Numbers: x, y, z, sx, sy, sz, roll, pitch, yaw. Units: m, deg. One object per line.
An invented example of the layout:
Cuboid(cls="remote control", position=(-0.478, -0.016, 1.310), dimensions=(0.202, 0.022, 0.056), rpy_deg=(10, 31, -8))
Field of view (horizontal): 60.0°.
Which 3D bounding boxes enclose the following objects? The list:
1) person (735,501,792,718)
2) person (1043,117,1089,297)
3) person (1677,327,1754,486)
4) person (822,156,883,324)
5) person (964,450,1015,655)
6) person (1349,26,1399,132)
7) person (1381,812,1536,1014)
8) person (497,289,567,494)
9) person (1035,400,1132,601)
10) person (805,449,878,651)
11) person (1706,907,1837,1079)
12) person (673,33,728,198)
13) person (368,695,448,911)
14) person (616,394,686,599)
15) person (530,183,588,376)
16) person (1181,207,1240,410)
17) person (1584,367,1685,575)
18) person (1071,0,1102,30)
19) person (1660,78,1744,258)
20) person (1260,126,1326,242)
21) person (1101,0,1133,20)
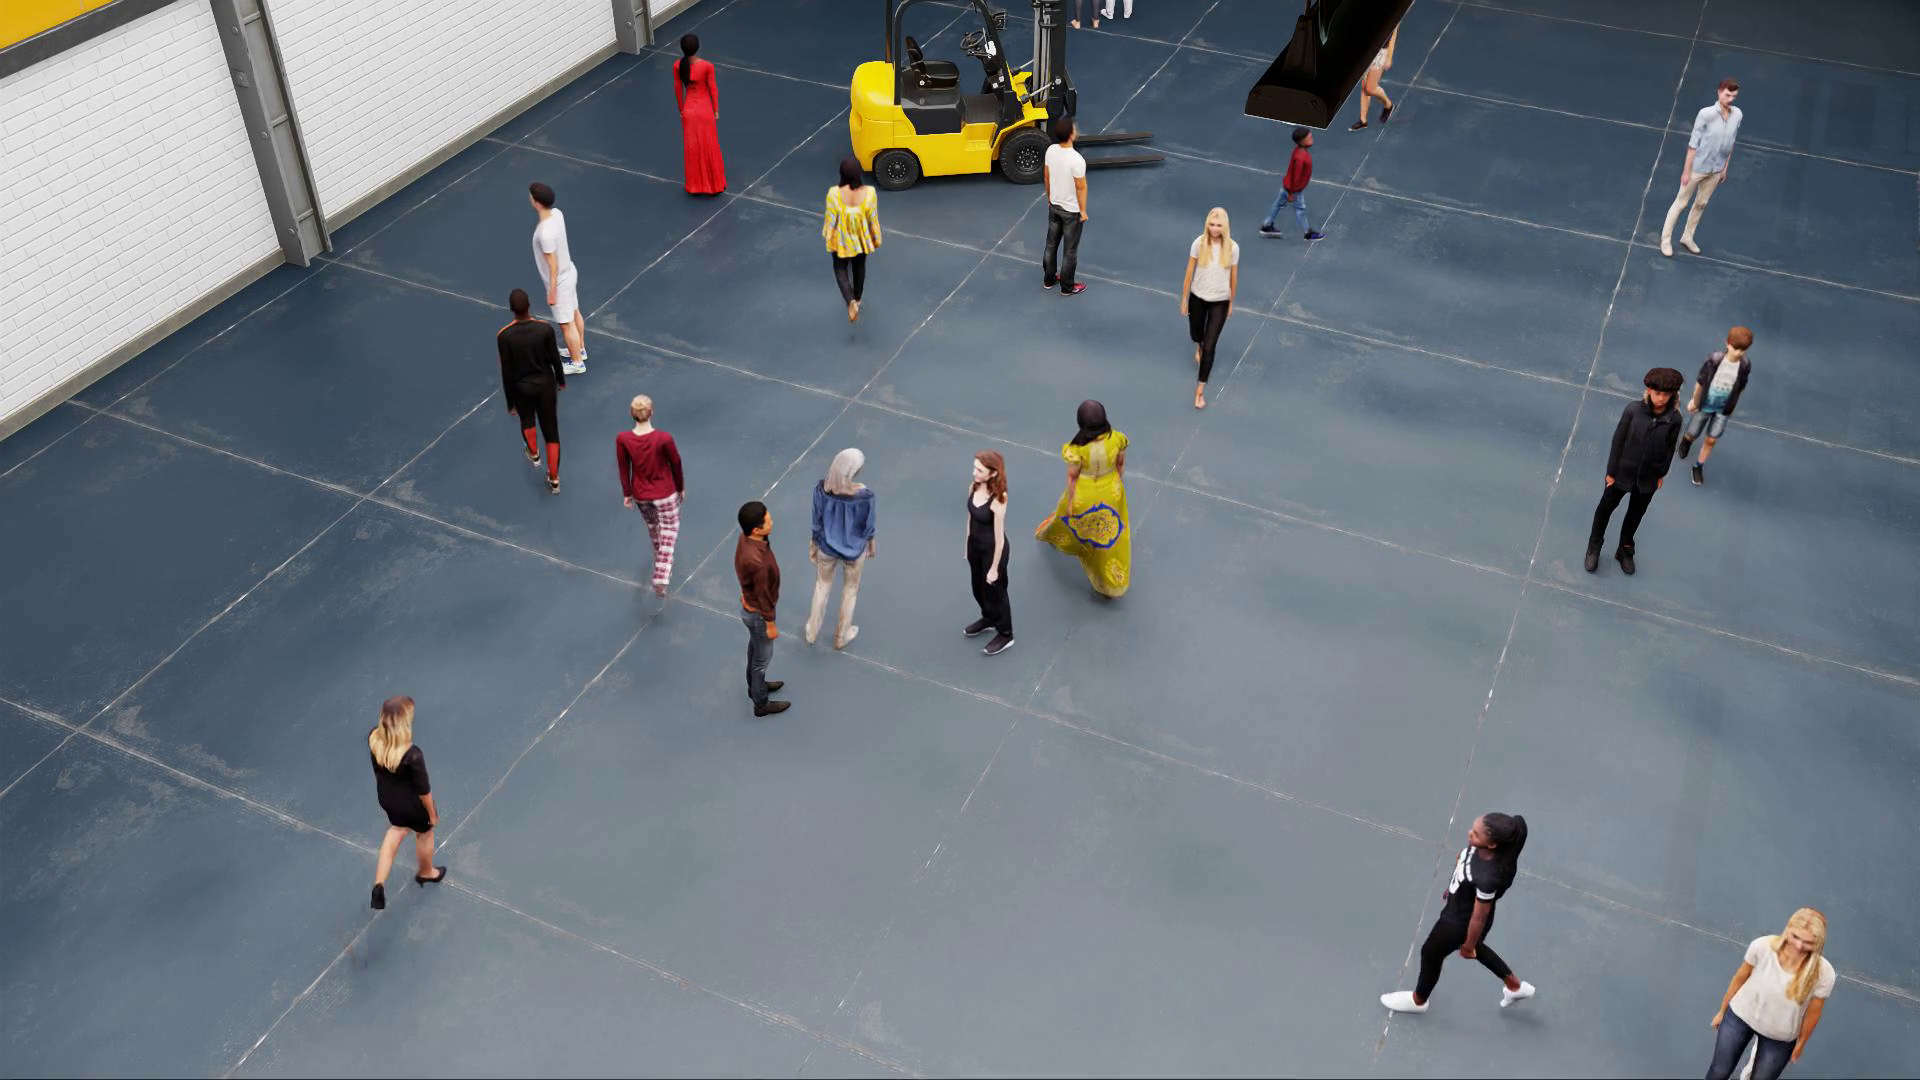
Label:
Cuboid(cls="person", position=(-1.390, 0.474, 11.382), dimensions=(0.762, 1.778, 0.664), rpy_deg=(-7, 39, -9))
Cuboid(cls="person", position=(1.004, -3.210, 15.983), dimensions=(0.702, 1.805, 0.655), rpy_deg=(31, 48, 33))
Cuboid(cls="person", position=(6.203, -1.156, 13.694), dimensions=(0.638, 1.440, 0.772), rpy_deg=(8, 39, 9))
Cuboid(cls="person", position=(-1.015, -2.772, 15.559), dimensions=(0.973, 1.637, 1.051), rpy_deg=(-8, 39, -10))
Cuboid(cls="person", position=(0.225, 0.068, 11.919), dimensions=(0.654, 1.743, 0.639), rpy_deg=(-24, 44, -27))
Cuboid(cls="person", position=(4.797, -5.569, 18.903), dimensions=(0.908, 1.835, 0.818), rpy_deg=(-19, 43, -23))
Cuboid(cls="person", position=(2.931, 2.130, 9.365), dimensions=(0.787, 1.708, 1.038), rpy_deg=(9, 40, 11))
Cuboid(cls="person", position=(-3.420, -1.163, 13.427), dimensions=(1.009, 1.785, 1.067), rpy_deg=(-13, 40, -16))
Cuboid(cls="person", position=(1.026, -0.258, 12.446), dimensions=(1.235, 1.603, 1.338), rpy_deg=(-9, 40, -11))
Cuboid(cls="person", position=(-0.881, 0.101, 11.946), dimensions=(0.780, 1.666, 0.724), rpy_deg=(-1, 39, -1))
Cuboid(cls="person", position=(4.259, 2.524, 8.804), dimensions=(0.717, 1.793, 0.971), rpy_deg=(26, 45, 28))
Cuboid(cls="person", position=(-2.776, -4.483, 17.594), dimensions=(0.702, 1.783, 0.691), rpy_deg=(6, 39, 7))
Cuboid(cls="person", position=(-3.395, 1.641, 10.022), dimensions=(0.644, 1.652, 0.830), rpy_deg=(17, 42, 20))
Cuboid(cls="person", position=(-2.301, -0.322, 12.454), dimensions=(0.830, 1.684, 1.038), rpy_deg=(3, 39, 3))
Cuboid(cls="person", position=(-3.570, -2.342, 14.847), dimensions=(0.821, 1.854, 0.682), rpy_deg=(-1, 39, -1))
Cuboid(cls="person", position=(2.191, -2.119, 14.614), dimensions=(0.795, 1.796, 1.177), rpy_deg=(7, 39, 9))
Cuboid(cls="person", position=(5.145, -0.550, 12.661), dimensions=(0.689, 1.781, 0.694), rpy_deg=(6, 39, 7))
Cuboid(cls="person", position=(1.648, -7.470, 21.338), dimensions=(0.690, 1.767, 0.706), rpy_deg=(-6, 39, -7))
Cuboid(cls="person", position=(7.433, -3.730, 16.592), dimensions=(0.727, 1.846, 0.738), rpy_deg=(-6, 39, -8))
Cuboid(cls="person", position=(3.339, -3.610, 16.944), dimensions=(0.774, 1.219, 0.882), rpy_deg=(2, 39, 3))
Cuboid(cls="person", position=(2.081, -7.695, 21.525), dimensions=(0.744, 1.885, 0.757), rpy_deg=(-4, 39, -6))
